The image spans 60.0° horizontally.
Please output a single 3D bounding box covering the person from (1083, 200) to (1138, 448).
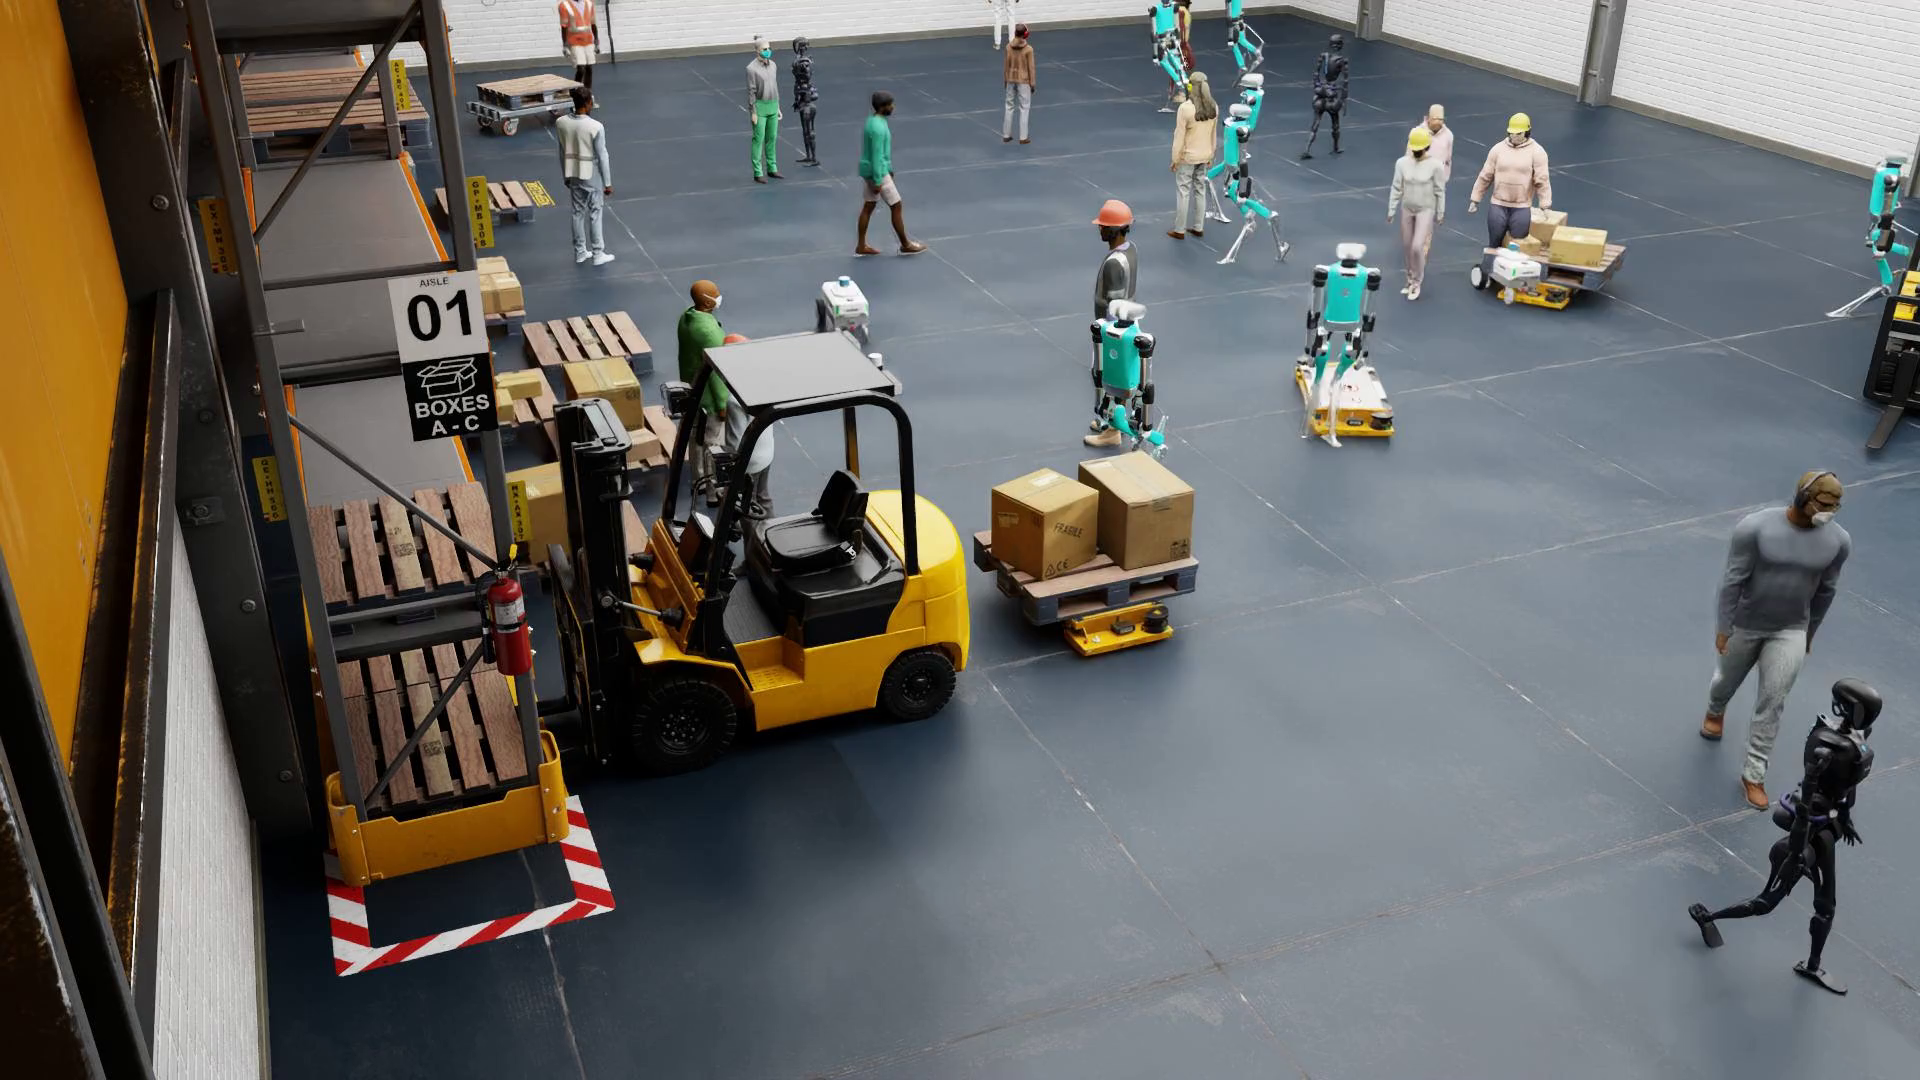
[{"bbox_3d":[1.222,-1.744,13.485,0.370,2.042,0.613,7,28,14],"label":"person"}]

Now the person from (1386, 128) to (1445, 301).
[{"bbox_3d":[4.620,-3.325,16.958,0.536,1.743,0.594,21,33,35],"label":"person"}]

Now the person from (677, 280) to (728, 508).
[{"bbox_3d":[-1.897,-1.090,12.487,0.384,1.779,0.547,-16,31,-28],"label":"person"}]

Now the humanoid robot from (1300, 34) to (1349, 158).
[{"bbox_3d":[4.932,-5.951,22.329,0.791,1.637,0.585,-21,33,-35],"label":"humanoid robot"}]

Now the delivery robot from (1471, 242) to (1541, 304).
[{"bbox_3d":[5.694,-2.789,17.205,0.499,0.583,0.758,-5,27,-10],"label":"delivery robot"}]

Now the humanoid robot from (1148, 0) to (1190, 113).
[{"bbox_3d":[3.200,-7.163,24.603,0.600,1.778,0.868,-15,31,-28],"label":"humanoid robot"}]

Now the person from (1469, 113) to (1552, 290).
[{"bbox_3d":[5.680,-3.474,17.138,0.822,1.853,0.434,14,30,26],"label":"person"}]

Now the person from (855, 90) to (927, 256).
[{"bbox_3d":[-0.779,-4.015,18.247,0.883,1.812,0.518,-7,28,-14],"label":"person"}]

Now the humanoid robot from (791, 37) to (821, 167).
[{"bbox_3d":[-2.043,-5.771,21.883,0.315,1.657,0.599,-9,28,-18],"label":"humanoid robot"}]

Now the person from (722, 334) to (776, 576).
[{"bbox_3d":[-1.480,-0.588,11.518,0.350,1.741,0.568,8,28,16],"label":"person"}]

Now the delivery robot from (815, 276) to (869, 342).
[{"bbox_3d":[-1.116,-2.264,16.162,0.499,0.585,0.772,-7,27,-13],"label":"delivery robot"}]

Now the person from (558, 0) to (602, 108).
[{"bbox_3d":[-5.670,-7.458,24.951,0.441,1.946,0.627,23,35,38],"label":"person"}]

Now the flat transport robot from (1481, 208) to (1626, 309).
[{"bbox_3d":[6.184,-2.735,17.427,0.659,0.231,1.431,16,31,29],"label":"flat transport robot"}]

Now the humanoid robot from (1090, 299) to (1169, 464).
[{"bbox_3d":[1.317,-1.008,12.204,0.533,1.681,0.735,23,35,38],"label":"humanoid robot"}]

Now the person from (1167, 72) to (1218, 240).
[{"bbox_3d":[2.661,-4.344,18.858,0.568,1.867,0.398,-14,30,-26],"label":"person"}]

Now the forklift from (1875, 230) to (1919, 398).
[{"bbox_3d":[9.029,-2.397,14.618,1.214,2.155,2.313,18,32,32],"label":"forklift"}]

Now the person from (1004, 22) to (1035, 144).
[{"bbox_3d":[0.813,-6.307,23.001,0.473,1.641,0.327,13,29,24],"label":"person"}]

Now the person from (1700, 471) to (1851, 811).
[{"bbox_3d":[4.521,0.467,9.283,0.635,1.893,0.933,7,28,14],"label":"person"}]

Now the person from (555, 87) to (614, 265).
[{"bbox_3d":[-4.041,-3.919,17.963,0.601,1.906,0.414,10,28,20],"label":"person"}]

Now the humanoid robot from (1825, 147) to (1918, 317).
[{"bbox_3d":[9.225,-2.926,16.247,1.045,1.781,0.565,7,28,14],"label":"humanoid robot"}]

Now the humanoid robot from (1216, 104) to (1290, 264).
[{"bbox_3d":[3.266,-3.845,18.023,0.933,1.773,0.542,-6,27,-12],"label":"humanoid robot"}]

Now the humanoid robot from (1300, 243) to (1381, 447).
[{"bbox_3d":[3.061,-1.599,13.567,0.541,1.821,0.735,3,27,6],"label":"humanoid robot"}]

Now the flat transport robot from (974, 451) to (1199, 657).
[{"bbox_3d":[0.822,0.335,11.321,0.659,0.231,1.431,-11,29,-21],"label":"flat transport robot"}]

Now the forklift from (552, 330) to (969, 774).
[{"bbox_3d":[-1.094,0.010,9.831,2.313,2.155,1.214,-10,28,-20],"label":"forklift"}]

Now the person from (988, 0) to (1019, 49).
[{"bbox_3d":[0.775,-9.637,29.359,0.573,1.884,0.361,1,27,1],"label":"person"}]

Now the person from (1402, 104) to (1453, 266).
[{"bbox_3d":[5.092,-3.955,18.234,0.533,1.730,0.907,3,27,6],"label":"person"}]

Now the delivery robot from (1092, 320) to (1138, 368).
[{"bbox_3d":[1.468,-1.802,15.268,0.499,0.608,0.801,1,27,3],"label":"delivery robot"}]

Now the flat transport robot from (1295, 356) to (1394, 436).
[{"bbox_3d":[3.332,-1.253,14.480,0.659,0.231,1.431,2,27,3],"label":"flat transport robot"}]

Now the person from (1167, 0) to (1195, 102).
[{"bbox_3d":[3.370,-7.550,25.355,0.447,1.757,0.479,8,28,16],"label":"person"}]

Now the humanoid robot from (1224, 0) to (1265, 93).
[{"bbox_3d":[4.468,-7.819,25.980,0.775,1.848,0.565,14,30,26],"label":"humanoid robot"}]

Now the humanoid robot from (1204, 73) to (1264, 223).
[{"bbox_3d":[3.070,-4.554,19.425,0.840,1.787,0.616,7,28,14],"label":"humanoid robot"}]

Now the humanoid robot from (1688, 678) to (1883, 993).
[{"bbox_3d":[3.956,1.337,7.807,0.608,1.640,0.740,-21,34,-36],"label":"humanoid robot"}]

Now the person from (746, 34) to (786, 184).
[{"bbox_3d":[-2.484,-5.488,21.158,0.341,1.839,0.507,20,33,34],"label":"person"}]
